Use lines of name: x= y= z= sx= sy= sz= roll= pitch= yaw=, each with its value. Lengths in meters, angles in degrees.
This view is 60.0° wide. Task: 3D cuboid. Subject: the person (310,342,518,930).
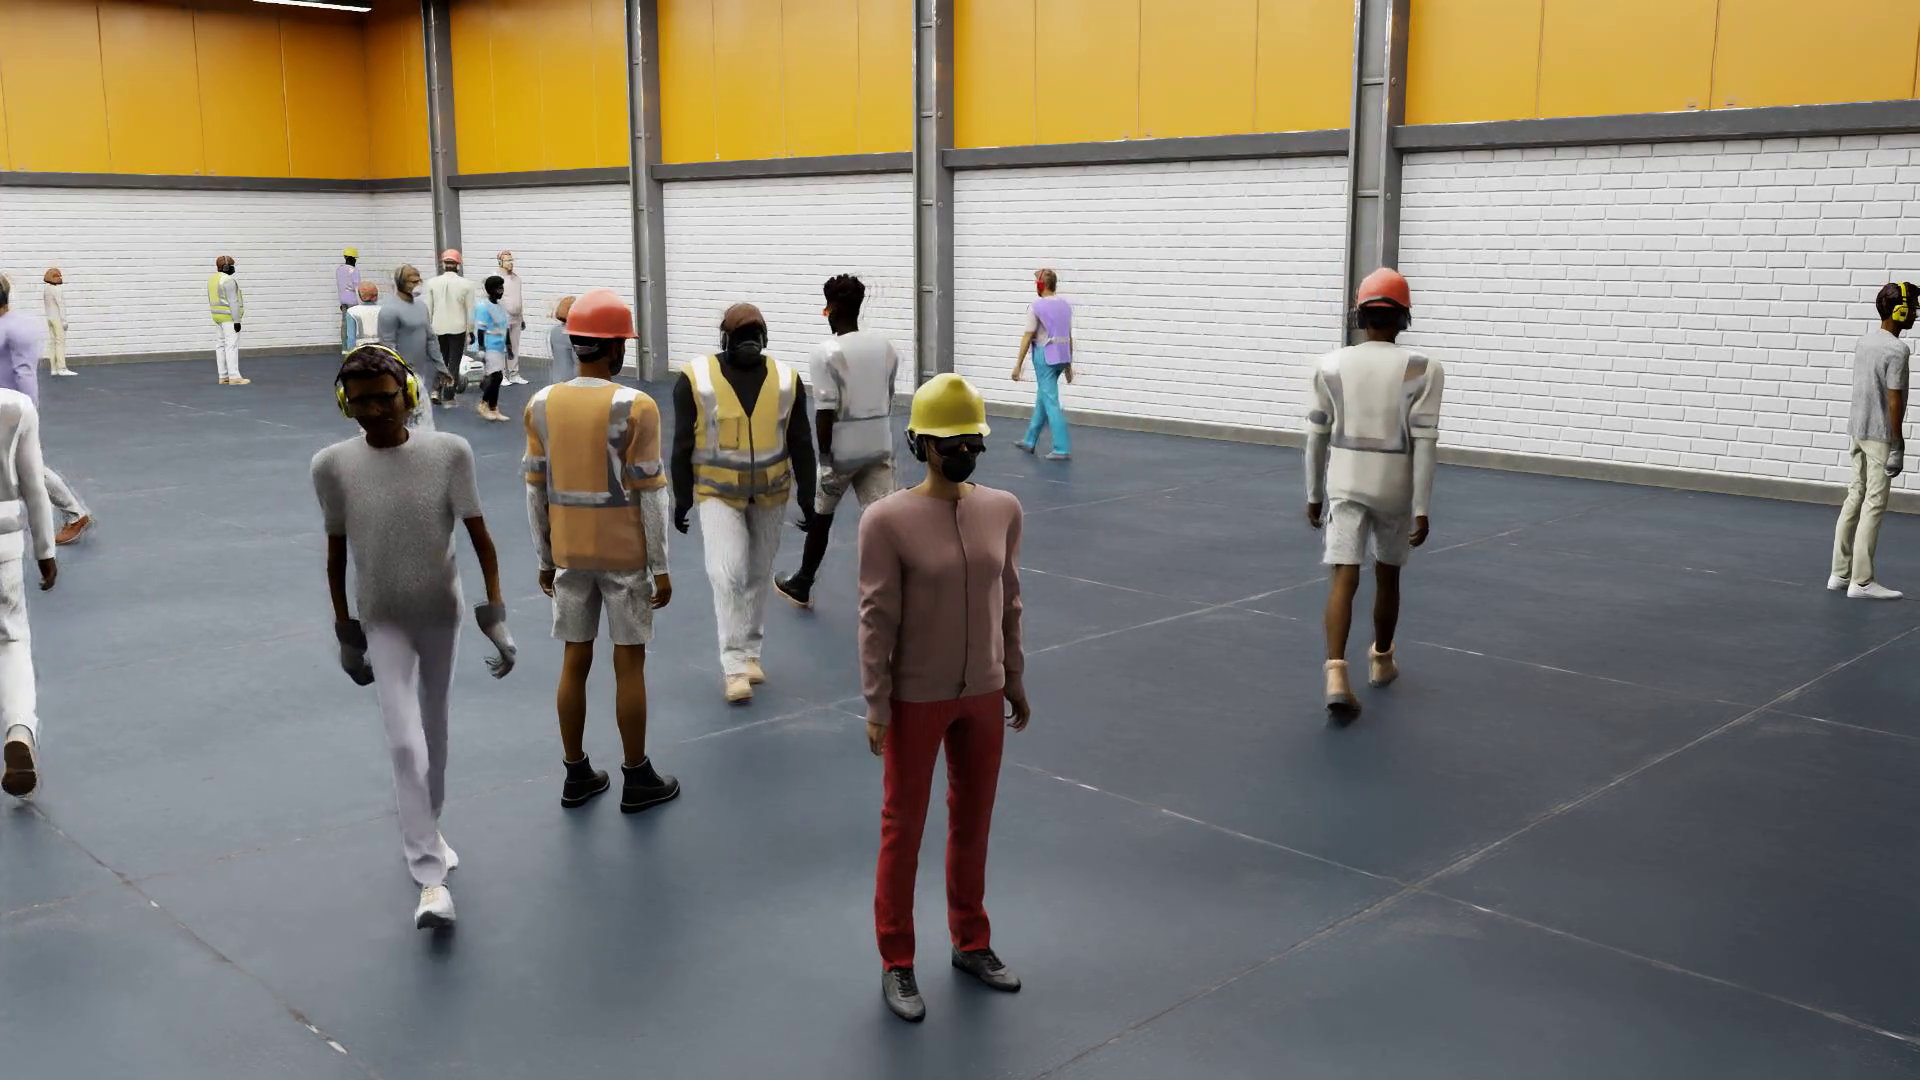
person: x=-1.723 y=0.284 z=5.253 sx=0.535 sy=1.798 sz=1.007 roll=-5 pitch=12 yaw=-27

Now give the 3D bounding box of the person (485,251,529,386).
person: x=-6.445 y=-3.160 z=23.747 sx=0.407 sy=1.908 sz=0.641 roll=5 pitch=12 yaw=25

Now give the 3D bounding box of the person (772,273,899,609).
person: x=-0.652 y=-0.505 z=9.231 sx=0.615 sy=1.914 sz=0.998 roll=-9 pitch=14 yaw=-40

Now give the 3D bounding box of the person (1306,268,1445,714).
person: x=1.850 y=-0.226 z=7.541 sx=0.618 sy=1.996 sz=1.050 roll=5 pitch=11 yaw=24

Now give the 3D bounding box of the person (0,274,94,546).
person: x=-6.417 y=-0.865 z=11.238 sx=0.642 sy=1.910 sz=0.896 roll=6 pitch=12 yaw=31

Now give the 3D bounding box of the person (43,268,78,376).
person: x=-13.768 y=-3.324 z=25.380 sx=0.505 sy=1.633 sz=0.279 roll=8 pitch=13 yaw=36

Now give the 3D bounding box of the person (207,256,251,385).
person: x=-10.481 y=-3.144 z=23.834 sx=0.634 sy=1.841 sz=0.429 roll=9 pitch=13 yaw=39

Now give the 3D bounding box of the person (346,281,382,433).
person: x=-6.351 y=-1.970 z=17.986 sx=0.522 sy=1.636 sz=0.310 roll=-6 pitch=12 yaw=-31

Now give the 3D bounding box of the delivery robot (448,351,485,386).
delivery robot: x=-6.803 y=-2.340 z=22.703 sx=0.707 sy=0.478 sz=0.477 roll=9 pitch=14 yaw=40

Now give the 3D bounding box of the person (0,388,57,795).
person: x=-3.775 y=0.055 z=6.353 sx=0.579 sy=1.856 sz=0.827 roll=-7 pitch=13 yaw=-34

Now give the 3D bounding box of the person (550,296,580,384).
person: x=-3.529 y=-1.374 z=14.829 sx=0.506 sy=1.604 sz=0.784 roll=9 pitch=14 yaw=40

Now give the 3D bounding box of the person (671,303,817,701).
person: x=-0.963 y=-0.172 z=7.685 sx=0.661 sy=1.815 sz=0.783 roll=-4 pitch=11 yaw=-21

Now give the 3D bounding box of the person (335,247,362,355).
person: x=-10.861 y=-4.254 z=29.680 sx=0.585 sy=1.919 sz=0.388 roll=6 pitch=12 yaw=30

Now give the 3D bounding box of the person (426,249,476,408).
person: x=-6.284 y=-2.607 z=20.594 sx=0.602 sy=1.958 sz=0.504 roll=1 pitch=10 yaw=8

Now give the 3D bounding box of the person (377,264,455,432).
person: x=-4.702 y=-1.426 z=14.362 sx=1.004 sy=1.884 sz=0.632 roll=1 pitch=10 yaw=6

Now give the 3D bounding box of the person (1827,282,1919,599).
person: x=5.411 y=-0.582 z=9.810 sx=0.318 sy=1.866 sz=0.515 roll=0 pitch=10 yaw=0

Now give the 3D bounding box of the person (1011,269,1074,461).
person: x=0.742 y=-1.672 z=15.909 sx=0.901 sy=1.808 sz=0.571 roll=9 pitch=13 yaw=39

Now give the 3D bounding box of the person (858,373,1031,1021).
person: x=-0.032 y=0.424 z=4.581 sx=0.533 sy=1.768 sz=0.310 roll=-7 pitch=12 yaw=-33

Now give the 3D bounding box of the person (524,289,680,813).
person: x=-1.316 y=0.046 z=6.175 sx=0.553 sy=1.935 sz=0.364 roll=3 pitch=11 yaw=17

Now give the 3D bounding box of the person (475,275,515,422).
person: x=-5.294 y=-2.164 z=18.906 sx=0.350 sy=1.676 sz=0.547 roll=1 pitch=10 yaw=5
